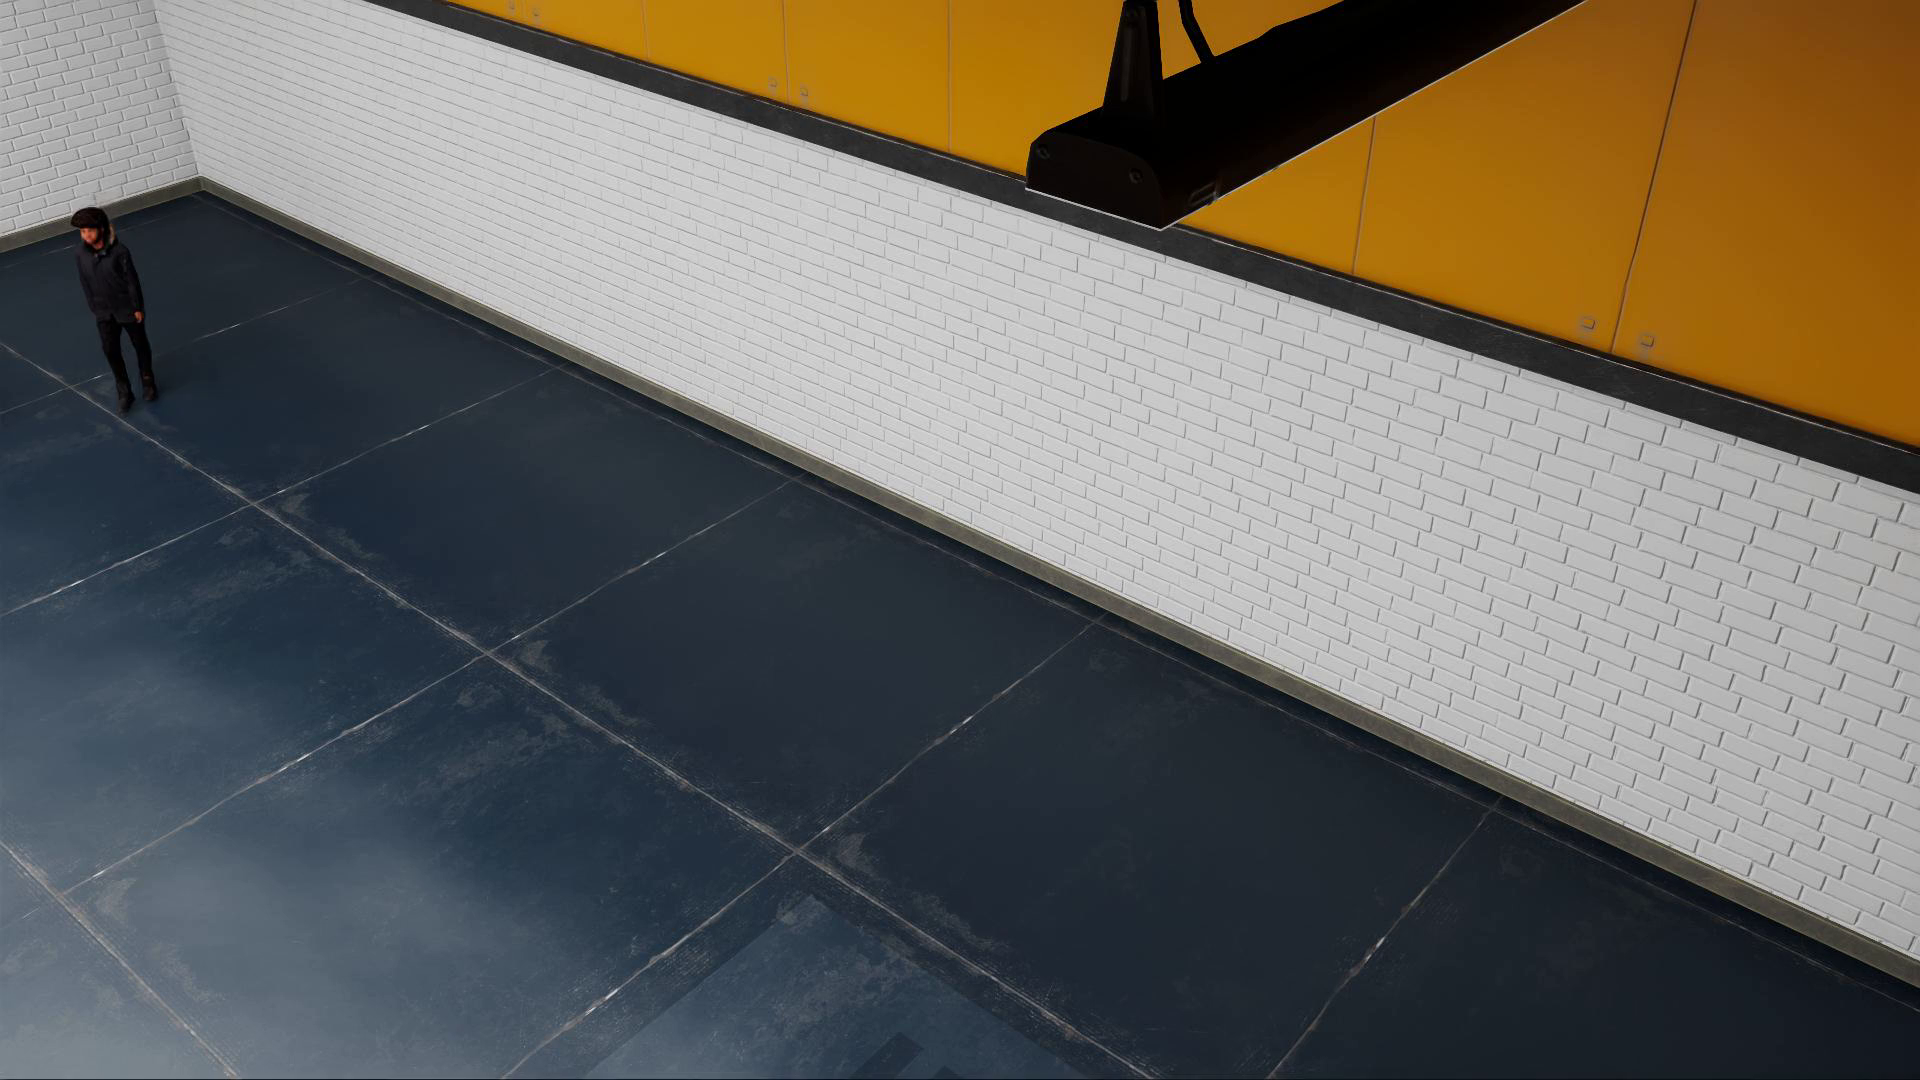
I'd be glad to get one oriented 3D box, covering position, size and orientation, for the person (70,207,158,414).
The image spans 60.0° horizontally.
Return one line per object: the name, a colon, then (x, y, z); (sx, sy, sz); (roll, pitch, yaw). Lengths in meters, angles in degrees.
person: (-7.118, -2.017, 14.096); (0.829, 1.763, 0.877); (-8, 35, -13)
